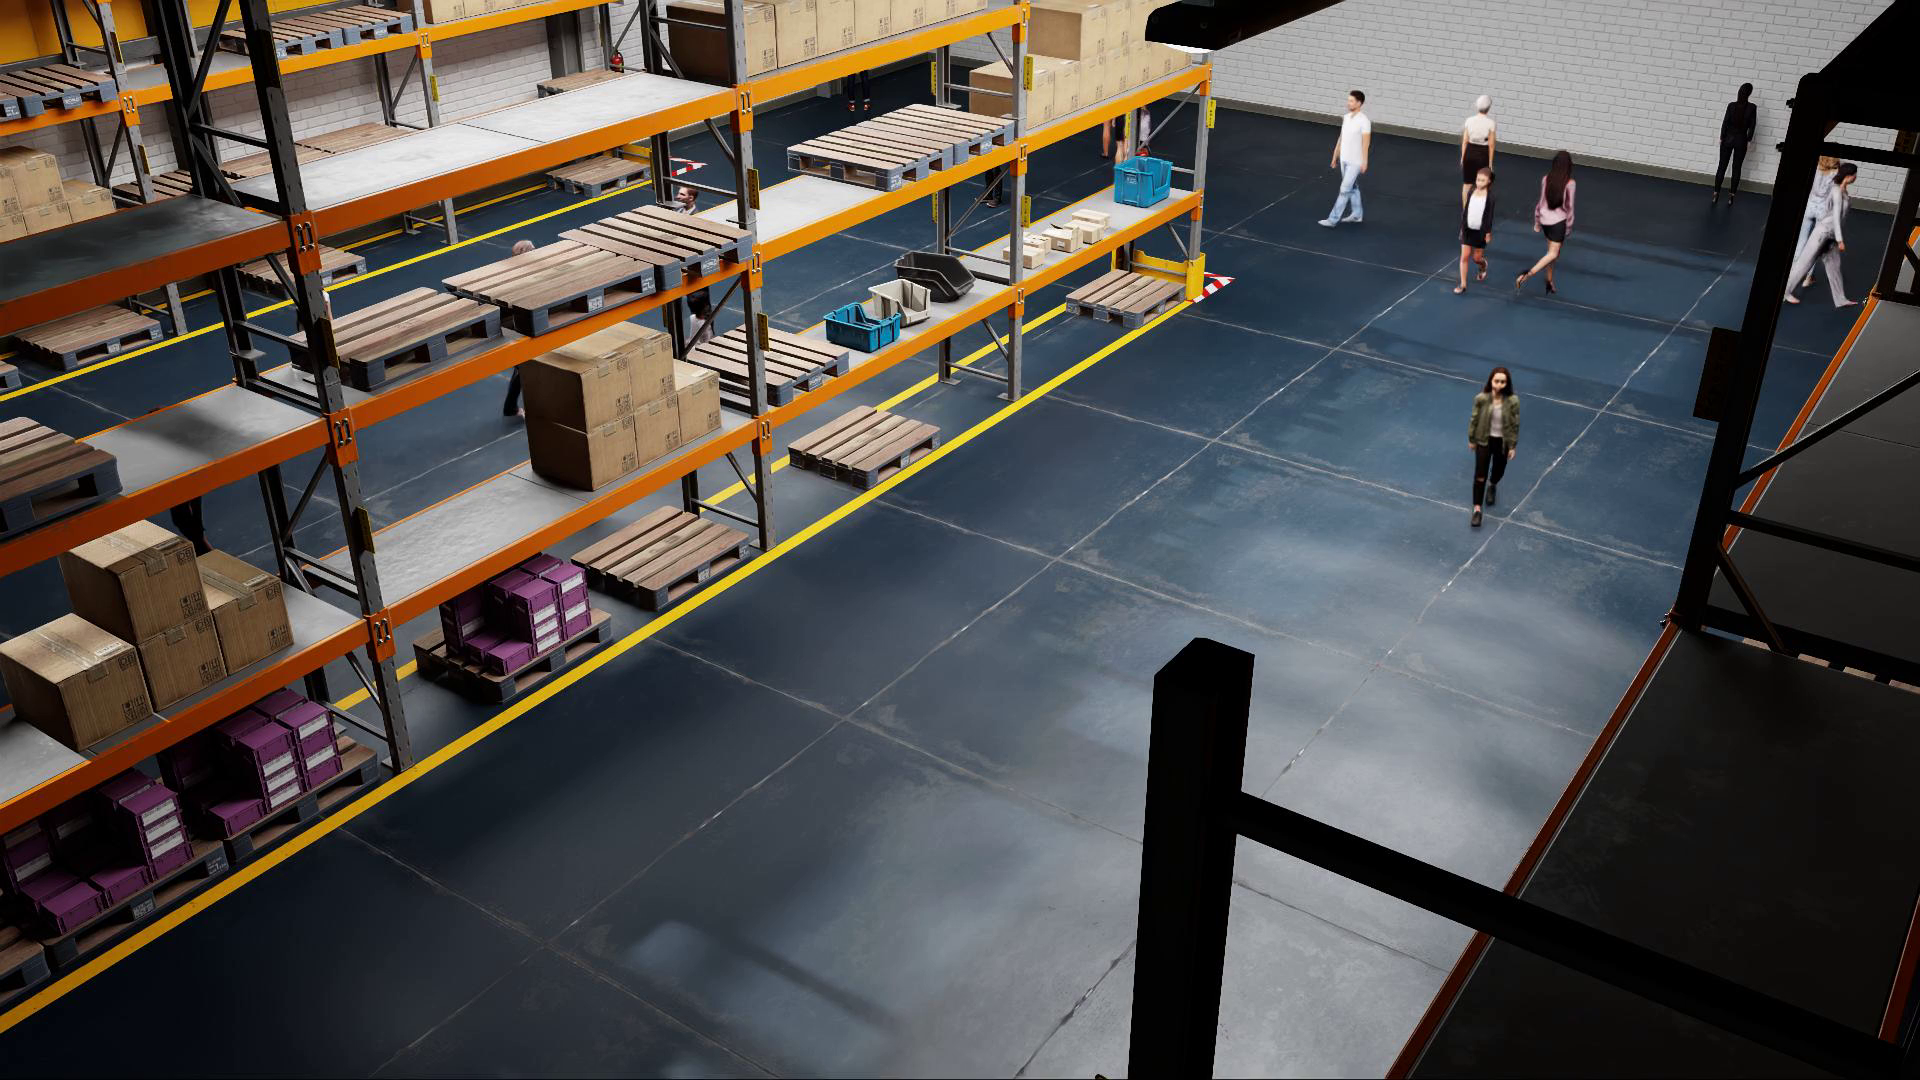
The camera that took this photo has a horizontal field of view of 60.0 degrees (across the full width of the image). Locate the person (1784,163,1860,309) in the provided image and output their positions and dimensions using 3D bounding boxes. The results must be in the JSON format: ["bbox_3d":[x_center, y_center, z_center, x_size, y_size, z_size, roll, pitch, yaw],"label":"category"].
[{"bbox_3d":[10.197,-3.611,19.814,0.757,1.723,1.053,24,37,37],"label":"person"}]

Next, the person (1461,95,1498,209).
[{"bbox_3d":[6.982,-5.120,22.558,0.681,1.744,0.653,22,36,35],"label":"person"}]

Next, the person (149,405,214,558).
[{"bbox_3d":[-6.452,-0.334,13.823,0.578,1.706,0.635,-22,35,-34],"label":"person"}]

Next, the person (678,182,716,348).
[{"bbox_3d":[-2.967,-3.054,18.568,0.661,1.938,0.711,-22,35,-34],"label":"person"}]

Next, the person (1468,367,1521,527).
[{"bbox_3d":[4.855,-0.895,15.120,0.769,1.449,1.050,9,30,15],"label":"person"}]

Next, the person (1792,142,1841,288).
[{"bbox_3d":[10.558,-4.023,20.491,0.595,1.796,0.523,21,35,33],"label":"person"}]

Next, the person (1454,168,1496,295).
[{"bbox_3d":[6.343,-3.804,20.360,0.561,1.539,0.857,21,35,34],"label":"person"}]

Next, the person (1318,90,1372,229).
[{"bbox_3d":[5.379,-5.141,22.510,1.167,1.827,1.037,-10,30,-18],"label":"person"}]

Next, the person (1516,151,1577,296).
[{"bbox_3d":[7.077,-3.737,19.986,1.079,1.778,0.831,-19,34,-30],"label":"person"}]

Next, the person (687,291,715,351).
[{"bbox_3d":[-2.697,-1.987,17.322,0.552,1.257,0.529,-22,35,-34],"label":"person"}]

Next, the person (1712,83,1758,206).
[{"bbox_3d":[10.934,-5.597,23.465,0.602,1.712,0.534,13,31,23],"label":"person"}]
